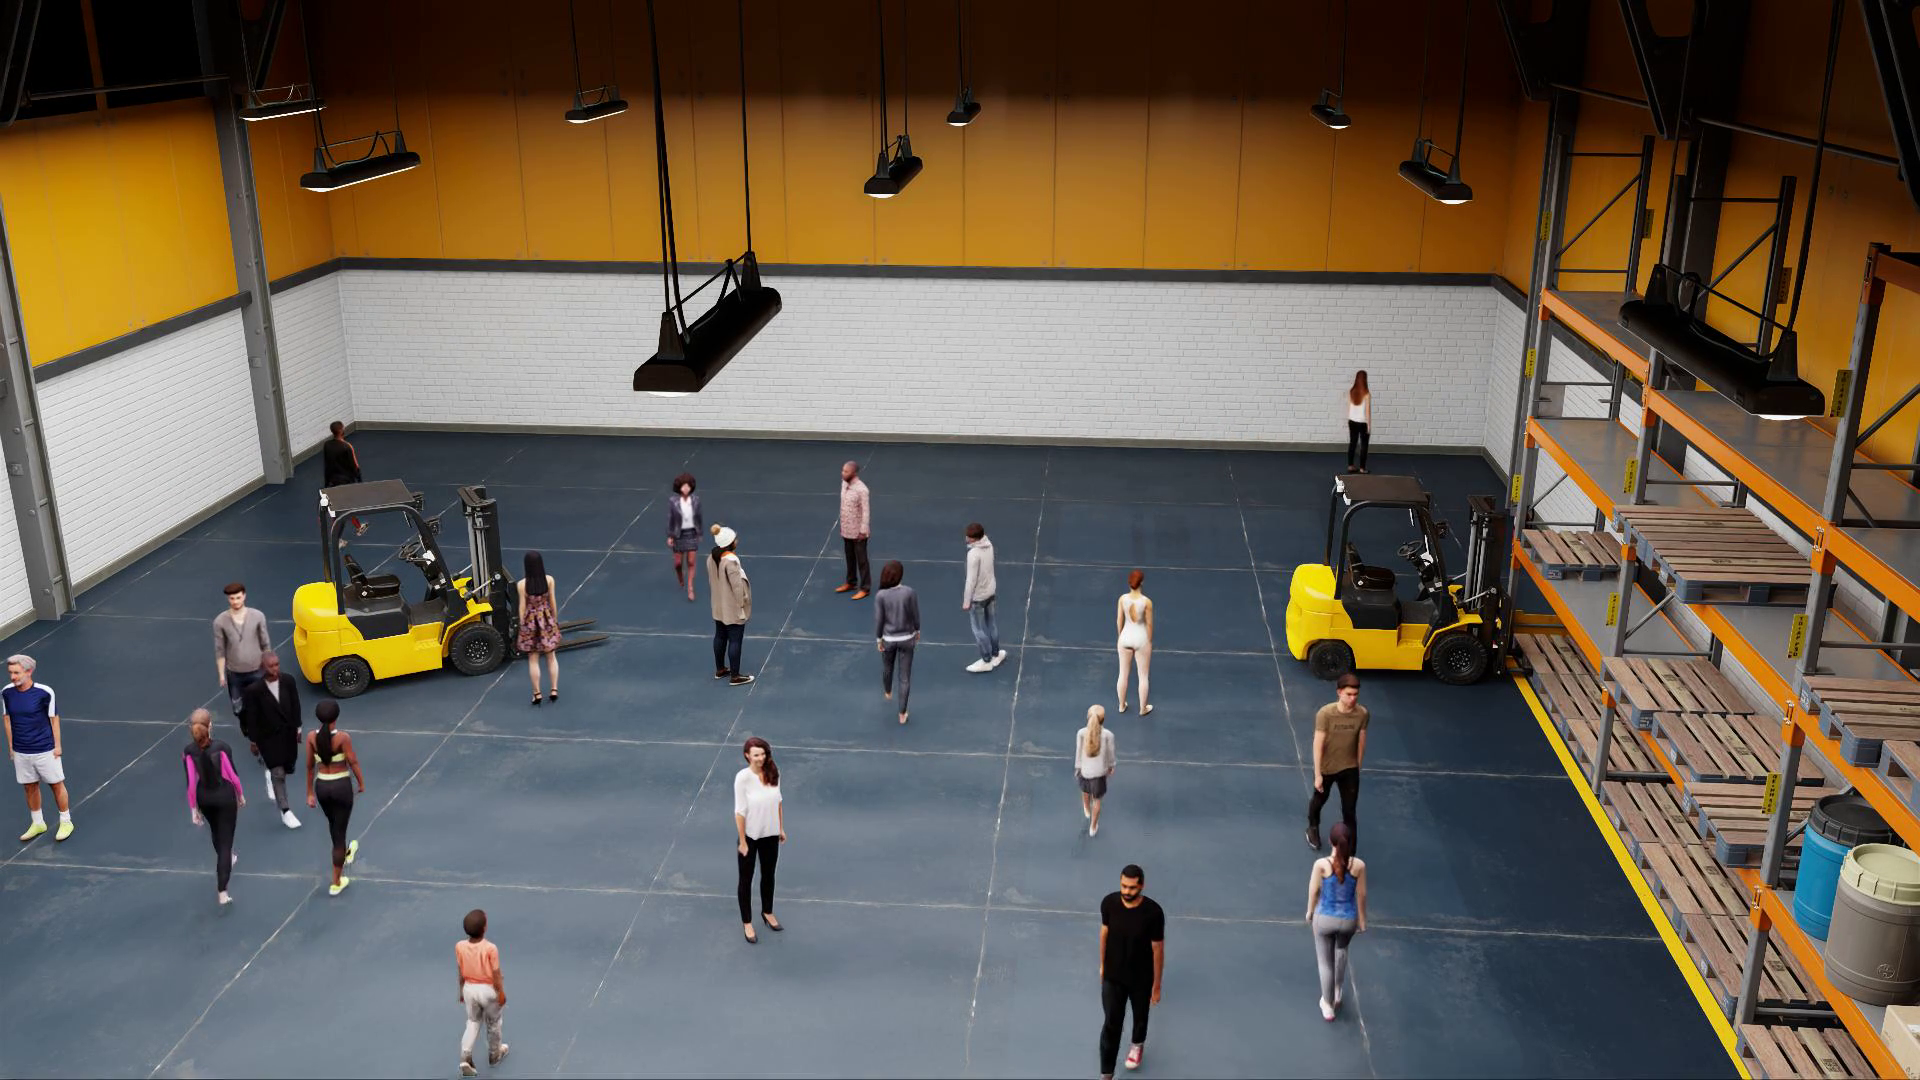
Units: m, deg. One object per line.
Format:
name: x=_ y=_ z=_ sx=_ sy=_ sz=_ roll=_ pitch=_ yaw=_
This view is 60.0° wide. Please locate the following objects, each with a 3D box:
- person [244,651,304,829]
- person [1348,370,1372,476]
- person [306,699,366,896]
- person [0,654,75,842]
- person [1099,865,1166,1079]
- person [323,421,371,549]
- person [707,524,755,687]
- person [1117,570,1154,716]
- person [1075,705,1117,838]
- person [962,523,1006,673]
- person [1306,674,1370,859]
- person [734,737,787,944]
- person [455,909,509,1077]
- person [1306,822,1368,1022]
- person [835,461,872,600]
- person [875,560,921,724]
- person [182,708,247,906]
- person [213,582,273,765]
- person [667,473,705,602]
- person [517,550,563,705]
person: x=-6.495 y=1.832 z=15.701 sx=1.079 sy=1.737 sz=1.059 roll=18 pitch=25 yaw=42
person: x=6.389 y=-1.885 z=26.768 sx=0.758 sy=1.718 sz=0.694 roll=-14 pitch=23 yaw=-36
person: x=-5.469 y=2.258 z=14.459 sx=0.564 sy=1.723 sz=0.972 roll=1 pitch=19 yaw=3
person: x=-8.535 y=1.896 z=15.352 sx=0.654 sy=1.839 sz=0.583 roll=0 pitch=19 yaw=-1
person: x=1.253 y=3.091 z=11.990 sx=0.836 sy=1.719 sz=1.161 roll=7 pitch=20 yaw=19
person: x=-8.698 y=-0.741 z=23.305 sx=0.844 sy=1.760 sz=1.246 roll=6 pitch=20 yaw=17
person: x=-2.635 y=0.706 z=18.805 sx=0.867 sy=1.890 sz=0.812 roll=-16 pitch=24 yaw=-40
person: x=1.892 y=1.103 z=18.016 sx=0.600 sy=1.641 sz=0.576 roll=8 pitch=20 yaw=22
person: x=1.243 y=2.158 z=15.483 sx=0.572 sy=1.257 sz=0.779 roll=4 pitch=19 yaw=11
person: x=0.294 y=0.628 z=19.150 sx=0.976 sy=1.819 sz=0.656 roll=12 pitch=22 yaw=32
person: x=3.348 y=2.039 z=14.981 sx=0.822 sy=1.804 sz=1.283 roll=-1 pitch=19 yaw=-4
person: x=-1.676 y=2.455 z=13.760 sx=0.671 sy=1.795 sz=0.734 roll=-15 pitch=24 yaw=-38
person: x=-3.491 y=3.296 z=12.041 sx=0.535 sy=1.299 sz=0.763 roll=4 pitch=19 yaw=11
person: x=2.871 y=2.933 z=12.652 sx=0.608 sy=1.597 sz=0.641 roll=0 pitch=19 yaw=-1
person: x=-1.353 y=-0.153 z=21.483 sx=0.832 sy=1.808 sz=0.768 roll=-14 pitch=23 yaw=-36
person: x=-0.660 y=1.121 z=17.838 sx=0.684 sy=1.721 sz=1.091 roll=0 pitch=19 yaw=1
person: x=-6.405 y=2.315 z=14.316 sx=0.757 sy=1.706 sz=1.209 roll=-3 pitch=19 yaw=-9
person: x=-7.308 y=1.309 z=17.021 sx=0.985 sy=1.886 sz=1.146 roll=-8 pitch=20 yaw=-23
person: x=-3.542 y=-0.051 z=21.371 sx=0.760 sy=1.687 sz=0.800 roll=-6 pitch=20 yaw=-18
person: x=-4.613 y=0.960 z=18.230 sx=0.807 sy=1.775 sz=0.857 roll=-12 pitch=22 yaw=-32
